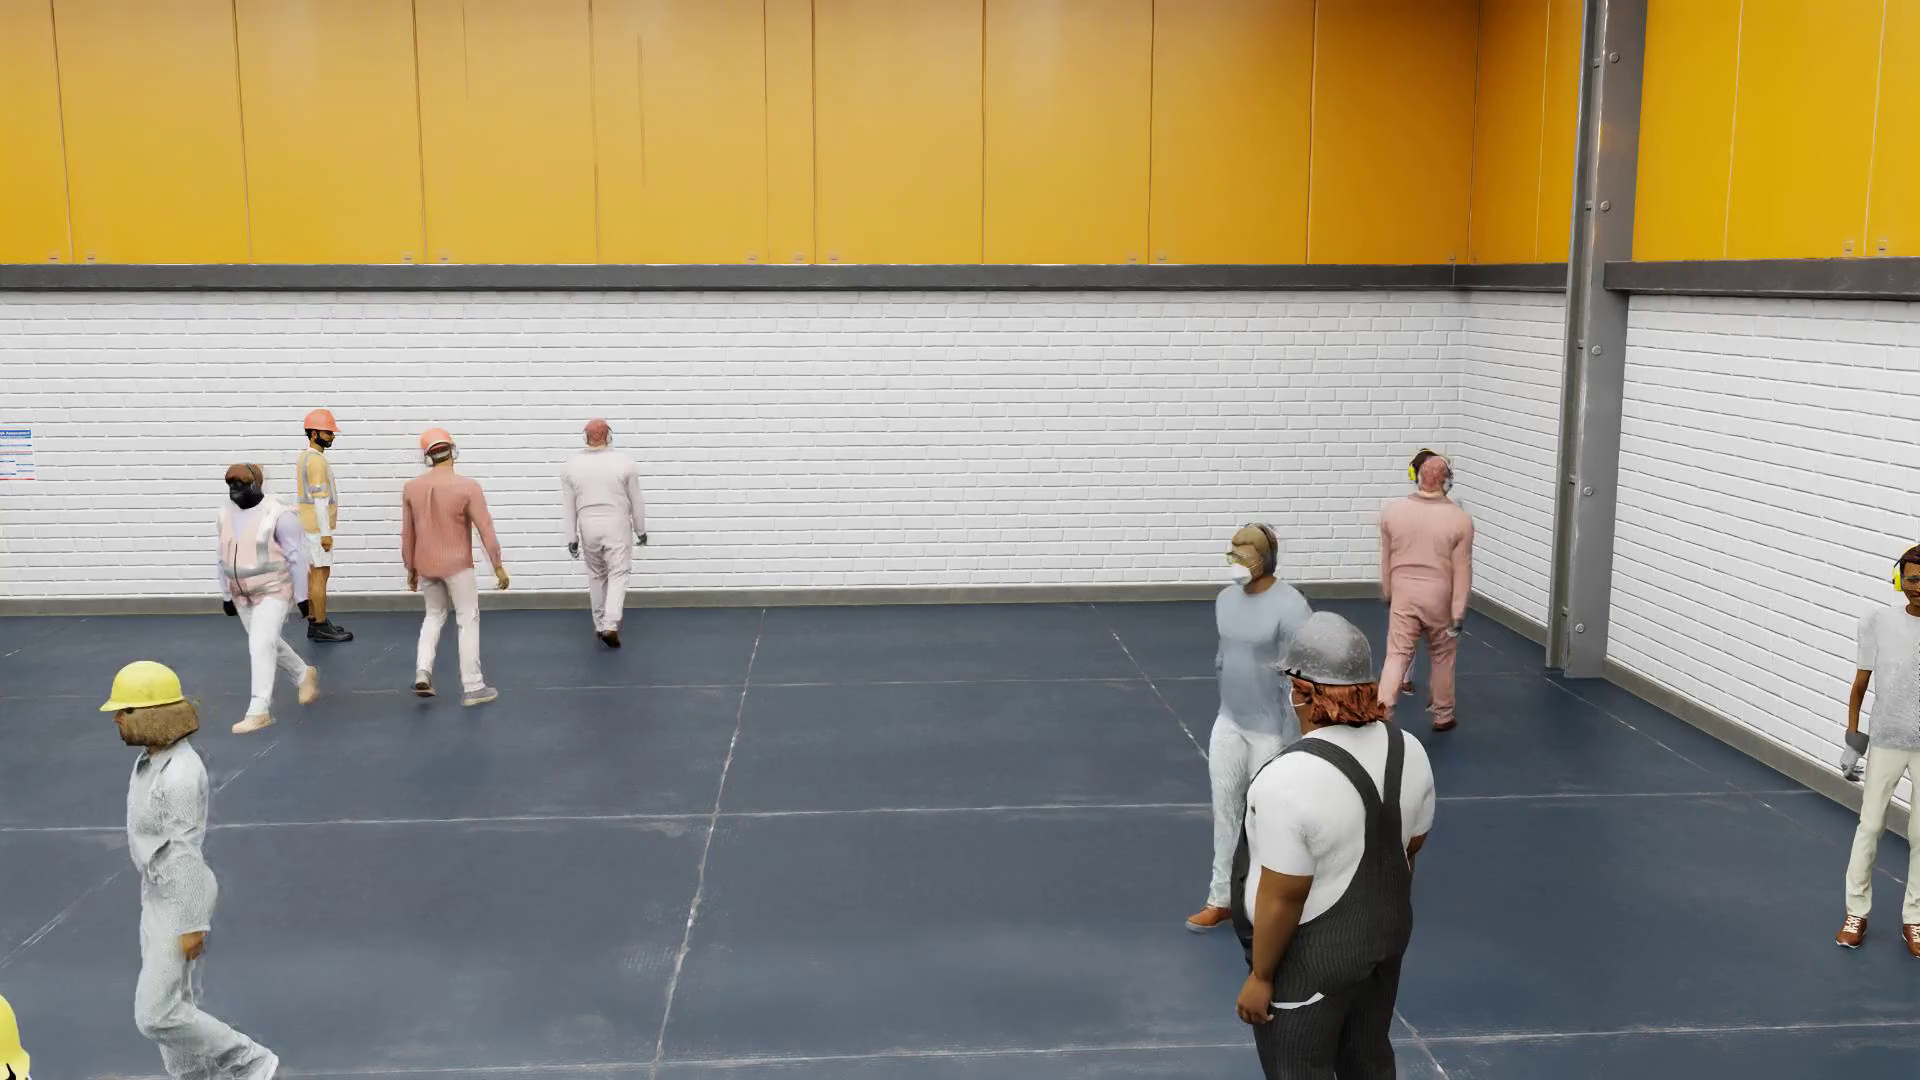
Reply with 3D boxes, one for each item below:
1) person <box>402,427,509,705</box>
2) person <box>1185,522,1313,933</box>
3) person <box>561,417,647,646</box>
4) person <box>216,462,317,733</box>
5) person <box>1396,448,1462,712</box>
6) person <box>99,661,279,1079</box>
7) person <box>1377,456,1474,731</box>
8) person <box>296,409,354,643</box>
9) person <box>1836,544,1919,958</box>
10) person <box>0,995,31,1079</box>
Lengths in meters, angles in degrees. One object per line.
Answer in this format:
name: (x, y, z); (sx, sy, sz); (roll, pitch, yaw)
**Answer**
person: (-3.574, 0.198, 11.729); (0.777, 1.964, 0.514); (3, 9, 17)
person: (1.439, 0.856, 7.746); (0.811, 1.920, 0.634); (-6, 11, -32)
person: (-2.926, -0.074, 13.699); (0.645, 1.878, 0.829); (1, 9, 6)
person: (-4.708, 0.343, 11.346); (0.637, 1.808, 0.877); (3, 10, 20)
person: (3.287, 0.269, 11.712); (0.509, 1.831, 0.976); (1, 9, 6)
person: (-2.719, 1.261, 5.774); (0.417, 1.726, 0.497); (-7, 11, -37)
person: (3.010, 0.384, 10.819); (0.636, 1.877, 0.919); (6, 11, 32)
person: (-5.293, -0.120, 13.803); (0.375, 1.934, 0.547); (-5, 10, -29)
person: (4.234, 0.930, 7.418); (0.528, 1.869, 0.313); (4, 10, 25)
person: (-1.732, 1.655, 2.970); (0.403, 1.835, 0.588); (6, 11, 33)
